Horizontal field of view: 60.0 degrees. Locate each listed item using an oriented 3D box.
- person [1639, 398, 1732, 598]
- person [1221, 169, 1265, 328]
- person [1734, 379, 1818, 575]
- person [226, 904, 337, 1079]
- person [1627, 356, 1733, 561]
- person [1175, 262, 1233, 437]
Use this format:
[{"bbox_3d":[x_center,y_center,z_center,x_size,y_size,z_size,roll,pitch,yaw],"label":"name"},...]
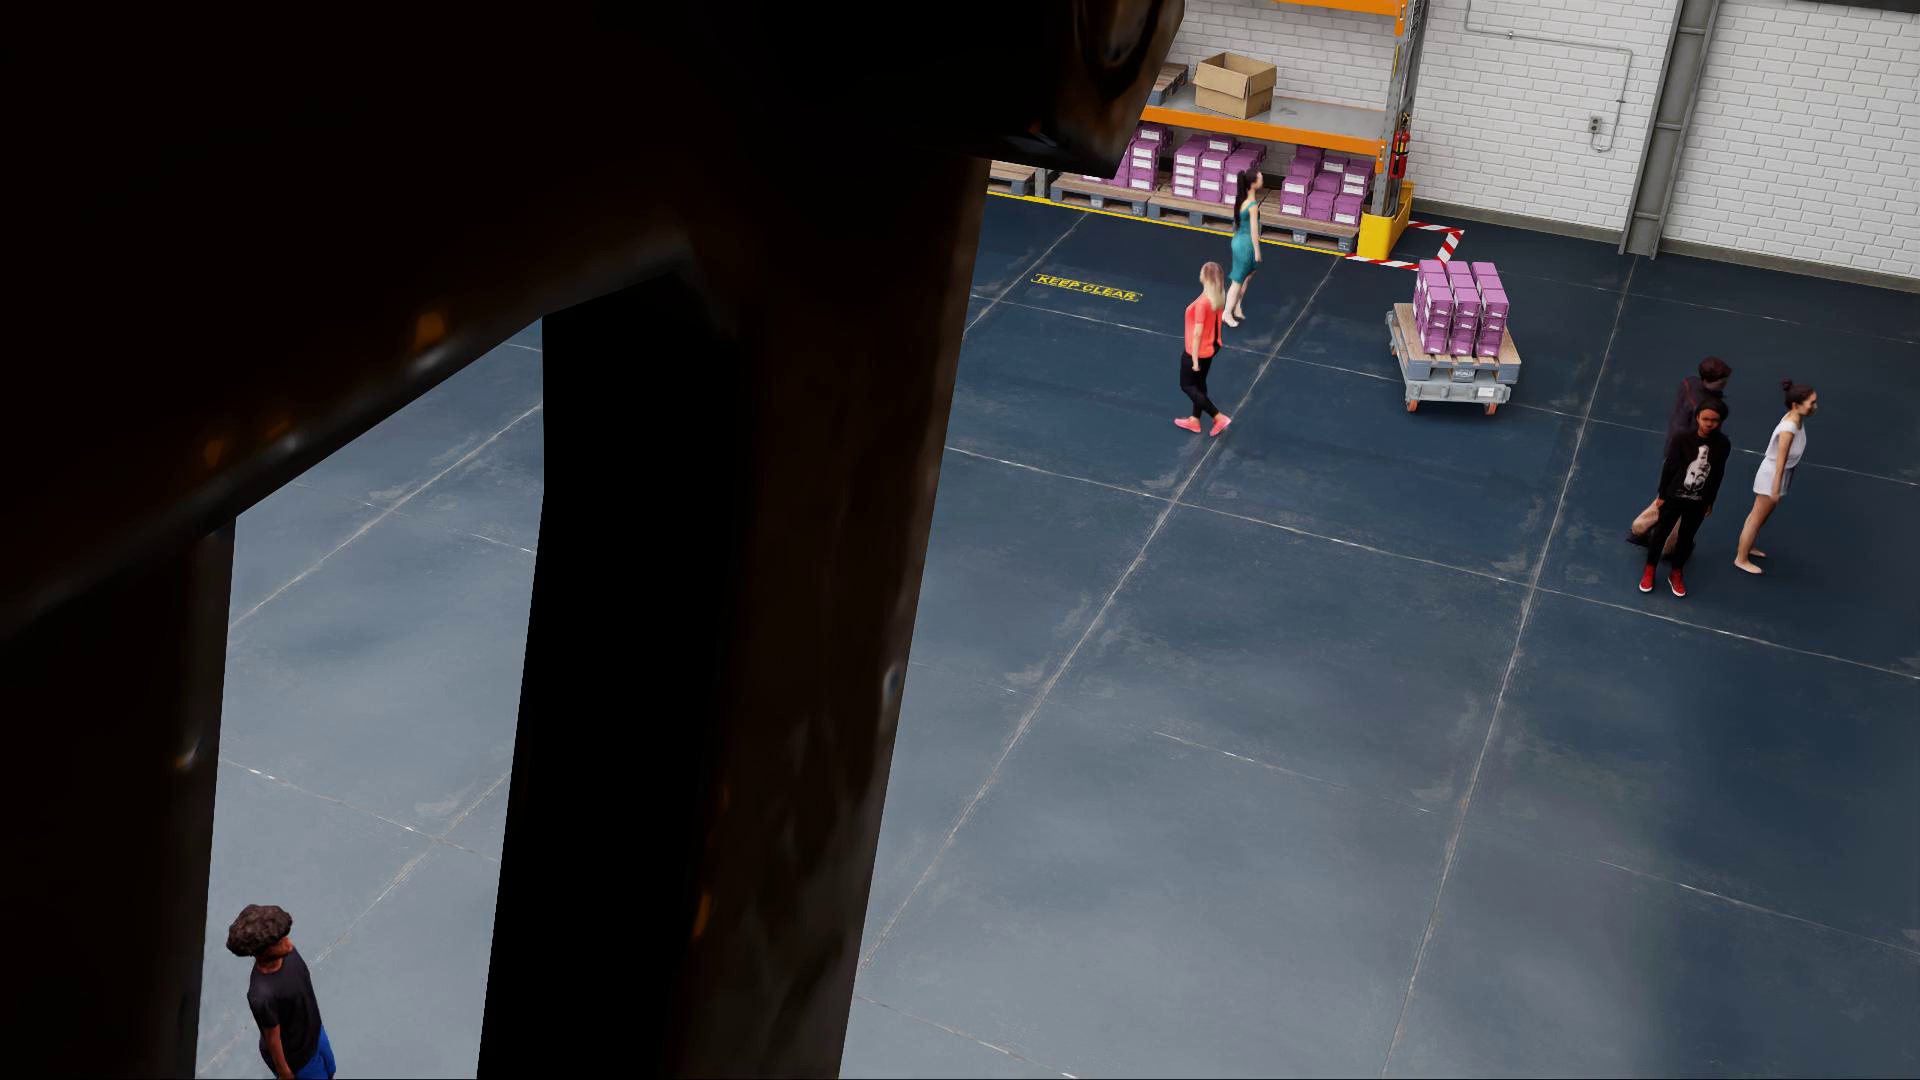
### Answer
[{"bbox_3d":[5.581,-0.346,12.773,0.544,1.675,0.693,8,34,12],"label":"person"},{"bbox_3d":[2.755,-2.899,16.618,0.754,1.671,0.704,-5,34,-7],"label":"person"},{"bbox_3d":[6.412,-0.509,13.080,0.538,1.608,0.584,18,38,25],"label":"person"},{"bbox_3d":[-3.436,2.521,8.363,0.971,1.782,0.837,-3,34,-5],"label":"person"},{"bbox_3d":[5.655,-0.604,12.963,0.916,1.896,0.884,-6,34,-9],"label":"person"},{"bbox_3d":[2.219,-1.650,14.733,0.899,1.678,0.699,23,40,31],"label":"person"}]
